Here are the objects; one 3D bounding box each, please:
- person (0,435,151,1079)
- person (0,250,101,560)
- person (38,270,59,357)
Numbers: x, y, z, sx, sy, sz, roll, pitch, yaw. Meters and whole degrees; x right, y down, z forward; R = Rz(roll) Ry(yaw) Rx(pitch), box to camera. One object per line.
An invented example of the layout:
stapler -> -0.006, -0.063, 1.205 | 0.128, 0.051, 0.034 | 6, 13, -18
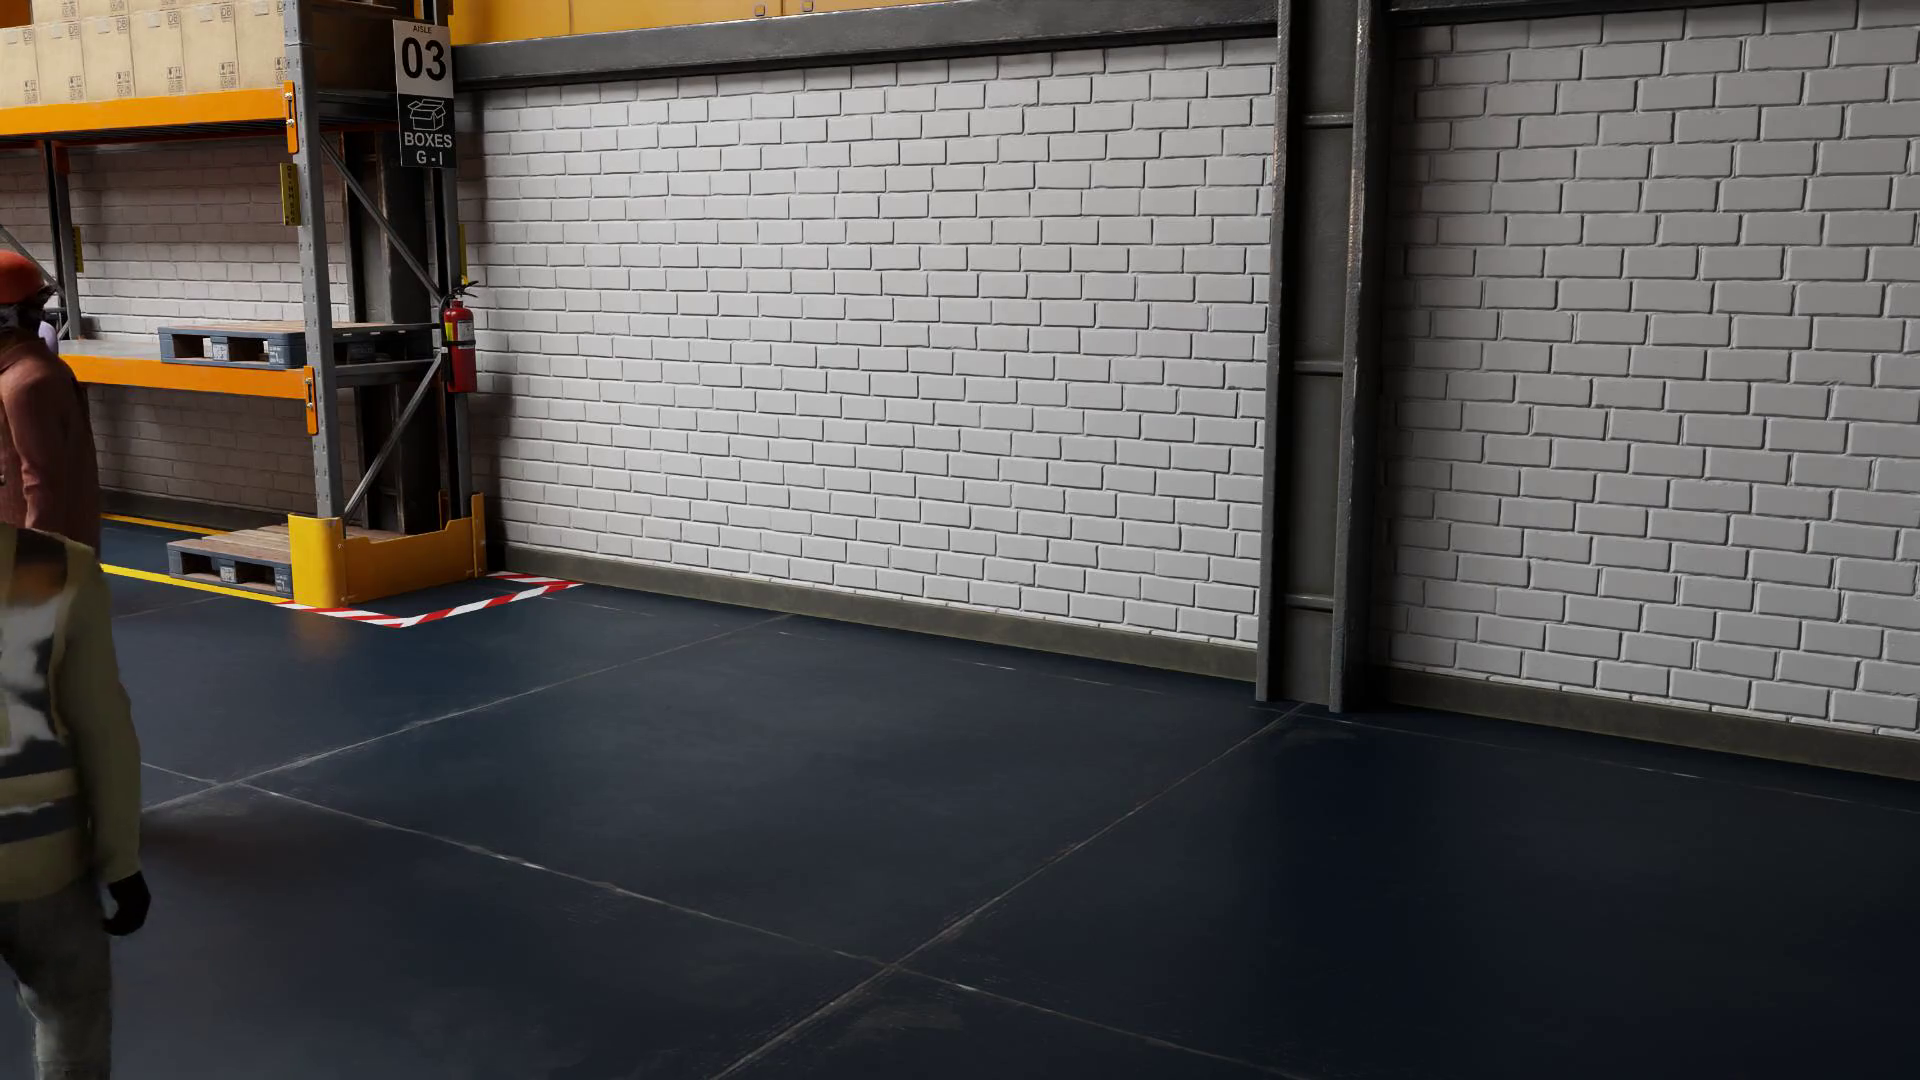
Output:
person -> -1.874, 0.552, 3.196 | 0.621, 1.809, 0.732 | -3, 11, -18
person -> -3.067, 0.042, 5.534 | 0.400, 1.989, 0.623 | -4, 11, -23
person -> -4.926, -0.513, 8.782 | 0.630, 1.932, 0.361 | 5, 11, 26
